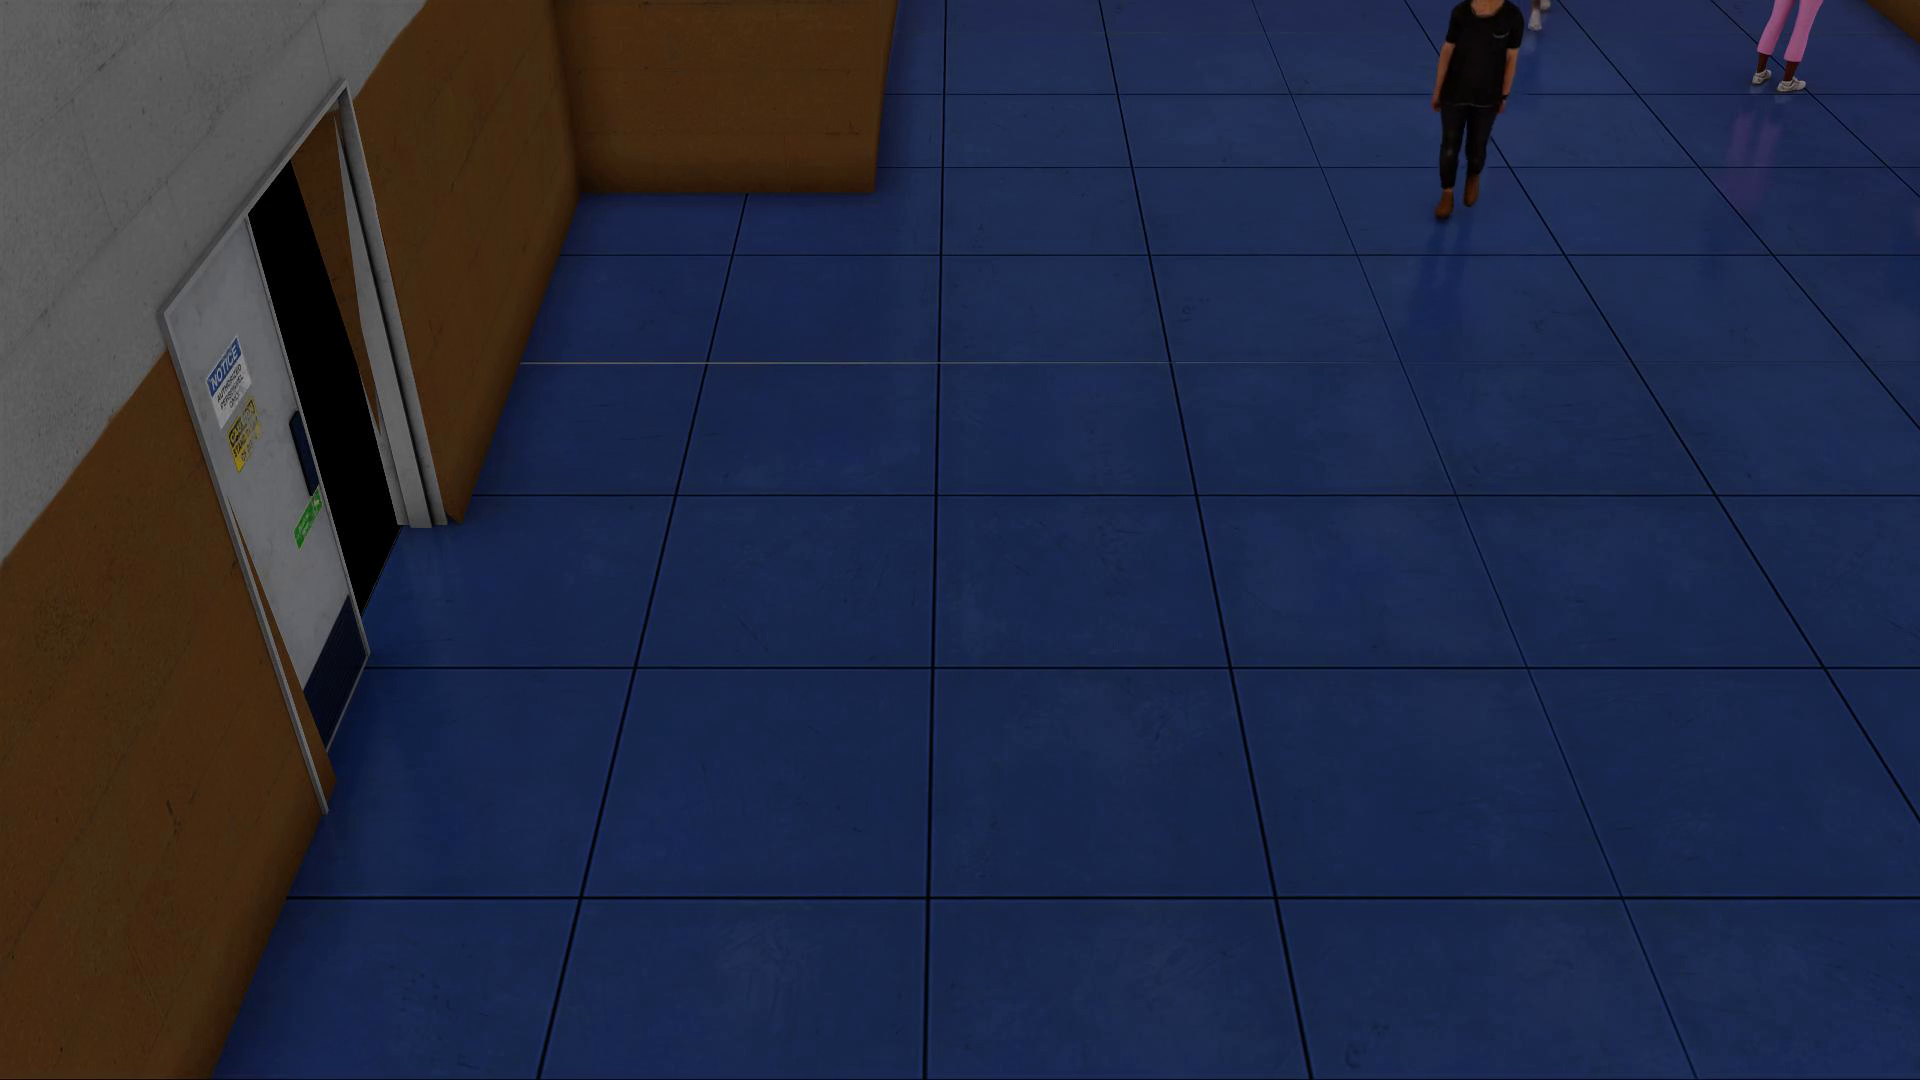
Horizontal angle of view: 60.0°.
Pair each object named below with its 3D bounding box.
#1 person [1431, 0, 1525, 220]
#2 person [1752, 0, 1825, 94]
[{"bbox_3d":[3.300,-2.921,10.681,0.763,1.706,0.822,16,40,20],"label":"person"},{"bbox_3d":[6.312,-4.231,12.396,0.699,1.742,0.658,-26,44,-31],"label":"person"}]
